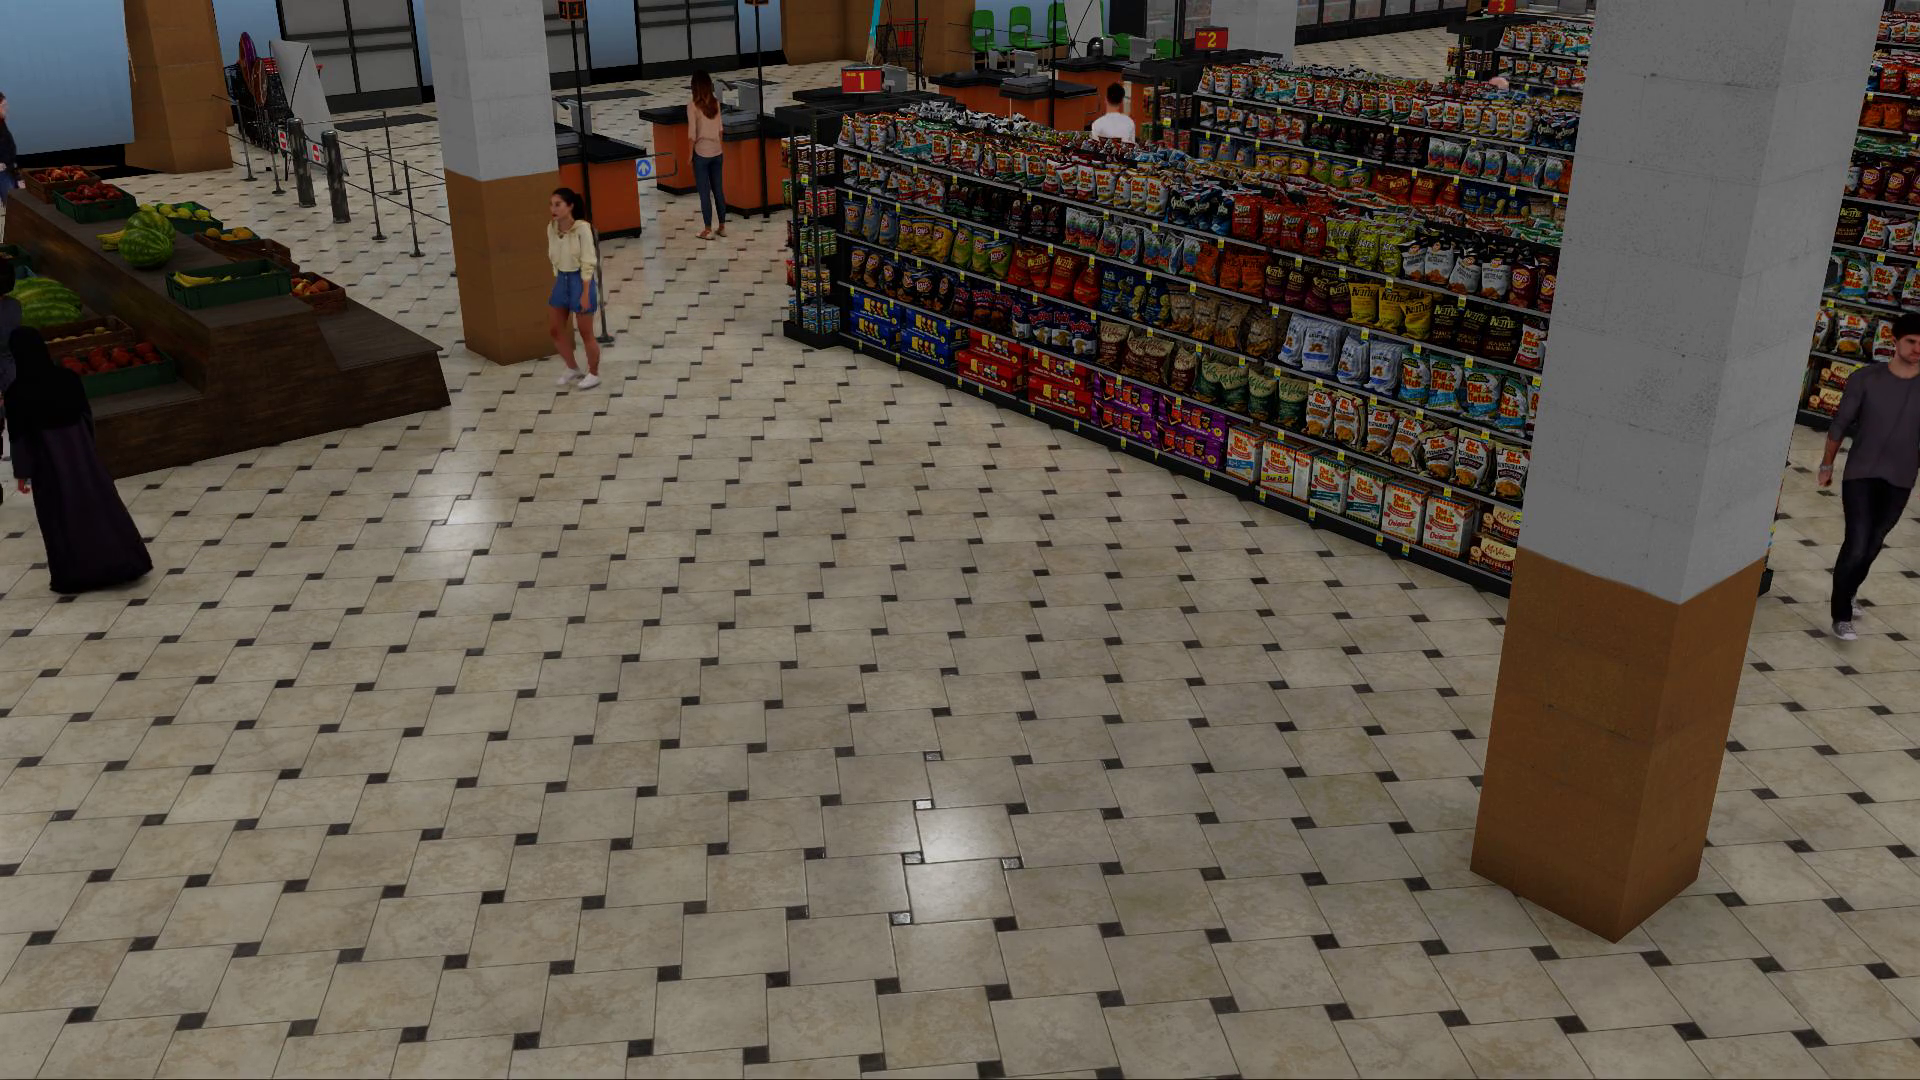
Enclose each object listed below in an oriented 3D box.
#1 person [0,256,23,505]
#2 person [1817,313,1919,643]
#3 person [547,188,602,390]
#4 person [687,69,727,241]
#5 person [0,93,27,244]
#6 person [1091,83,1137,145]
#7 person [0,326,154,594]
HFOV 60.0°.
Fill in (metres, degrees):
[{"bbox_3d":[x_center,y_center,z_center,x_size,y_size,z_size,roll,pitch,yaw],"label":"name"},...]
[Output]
[{"bbox_3d":[-6.101,-0.997,10.846,1.031,1.684,0.926,4,24,9],"label":"person"},{"bbox_3d":[5.119,-0.403,9.318,1.040,1.822,1.100,1,24,3],"label":"person"},{"bbox_3d":[-2.999,-2.005,13.232,0.678,1.618,0.797,12,26,25],"label":"person"},{"bbox_3d":[-2.721,-4.150,17.917,0.582,1.792,0.508,-19,30,-37],"label":"person"},{"bbox_3d":[-9.528,-3.602,16.687,1.042,1.774,0.751,-16,28,-33],"label":"person"},{"bbox_3d":[1.556,-3.588,16.587,0.805,1.829,1.061,-15,28,-31],"label":"person"},{"bbox_3d":[-5.248,-0.466,9.725,0.763,1.609,0.757,-21,31,-39],"label":"person"}]
